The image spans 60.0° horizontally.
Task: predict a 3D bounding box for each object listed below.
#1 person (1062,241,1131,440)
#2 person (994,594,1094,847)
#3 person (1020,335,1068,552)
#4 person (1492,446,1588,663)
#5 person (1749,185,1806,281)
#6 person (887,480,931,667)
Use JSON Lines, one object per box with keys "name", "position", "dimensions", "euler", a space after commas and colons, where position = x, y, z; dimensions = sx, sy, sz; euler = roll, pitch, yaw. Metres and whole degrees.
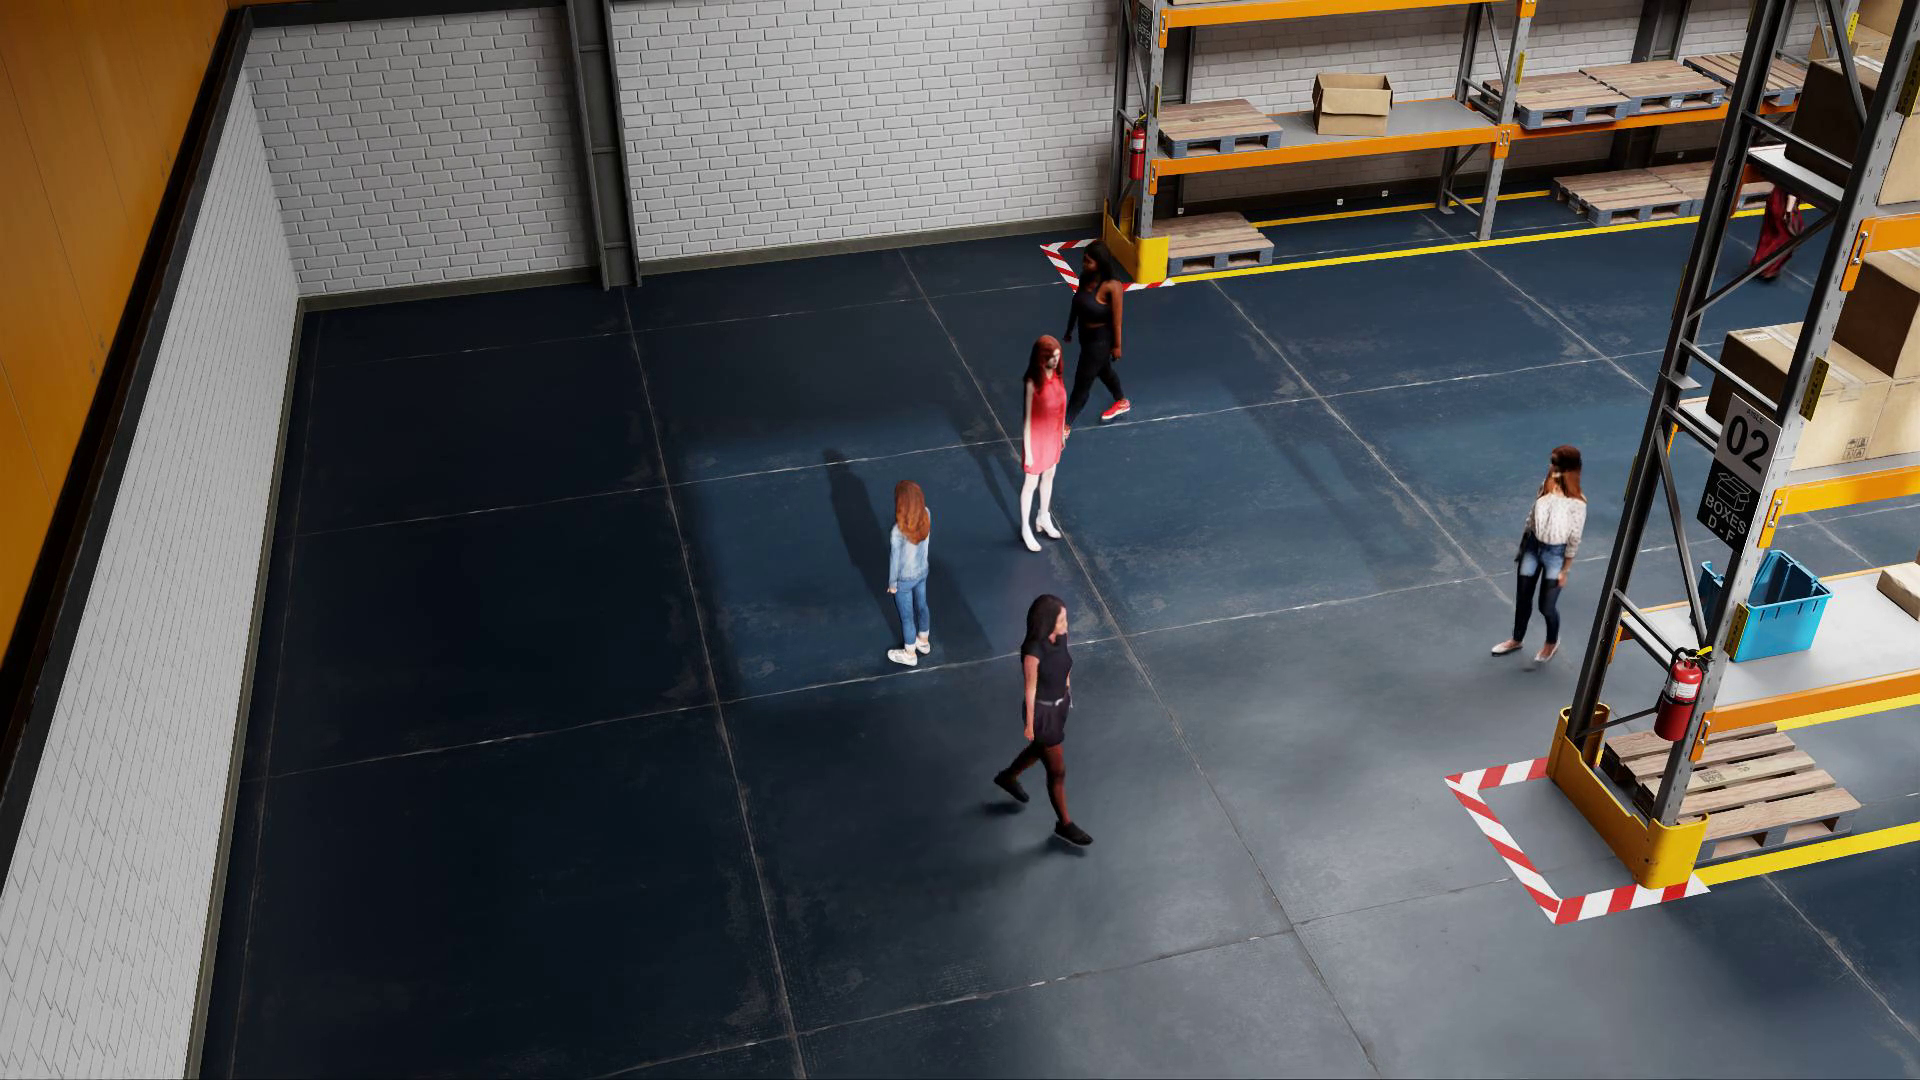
{"name": "person", "position": [1.244, -1.741, 14.392], "dimensions": [1.311, 1.762, 0.938], "euler": [-19, 38, -26]}
{"name": "person", "position": [0.469, 1.049, 10.232], "dimensions": [1.065, 1.720, 1.011], "euler": [17, 37, 24]}
{"name": "person", "position": [0.627, -0.765, 12.866], "dimensions": [0.710, 1.825, 0.601], "euler": [29, 43, 36]}
{"name": "person", "position": [4.113, 0.092, 11.633], "dimensions": [0.759, 1.763, 0.679], "euler": [-22, 39, -29]}
{"name": "person", "position": [8.389, -3.446, 17.065], "dimensions": [0.791, 1.642, 0.768], "euler": [7, 34, 10]}
{"name": "person", "position": [-0.343, 0.219, 11.702], "dimensions": [0.689, 1.475, 0.605], "euler": [23, 40, 31]}
